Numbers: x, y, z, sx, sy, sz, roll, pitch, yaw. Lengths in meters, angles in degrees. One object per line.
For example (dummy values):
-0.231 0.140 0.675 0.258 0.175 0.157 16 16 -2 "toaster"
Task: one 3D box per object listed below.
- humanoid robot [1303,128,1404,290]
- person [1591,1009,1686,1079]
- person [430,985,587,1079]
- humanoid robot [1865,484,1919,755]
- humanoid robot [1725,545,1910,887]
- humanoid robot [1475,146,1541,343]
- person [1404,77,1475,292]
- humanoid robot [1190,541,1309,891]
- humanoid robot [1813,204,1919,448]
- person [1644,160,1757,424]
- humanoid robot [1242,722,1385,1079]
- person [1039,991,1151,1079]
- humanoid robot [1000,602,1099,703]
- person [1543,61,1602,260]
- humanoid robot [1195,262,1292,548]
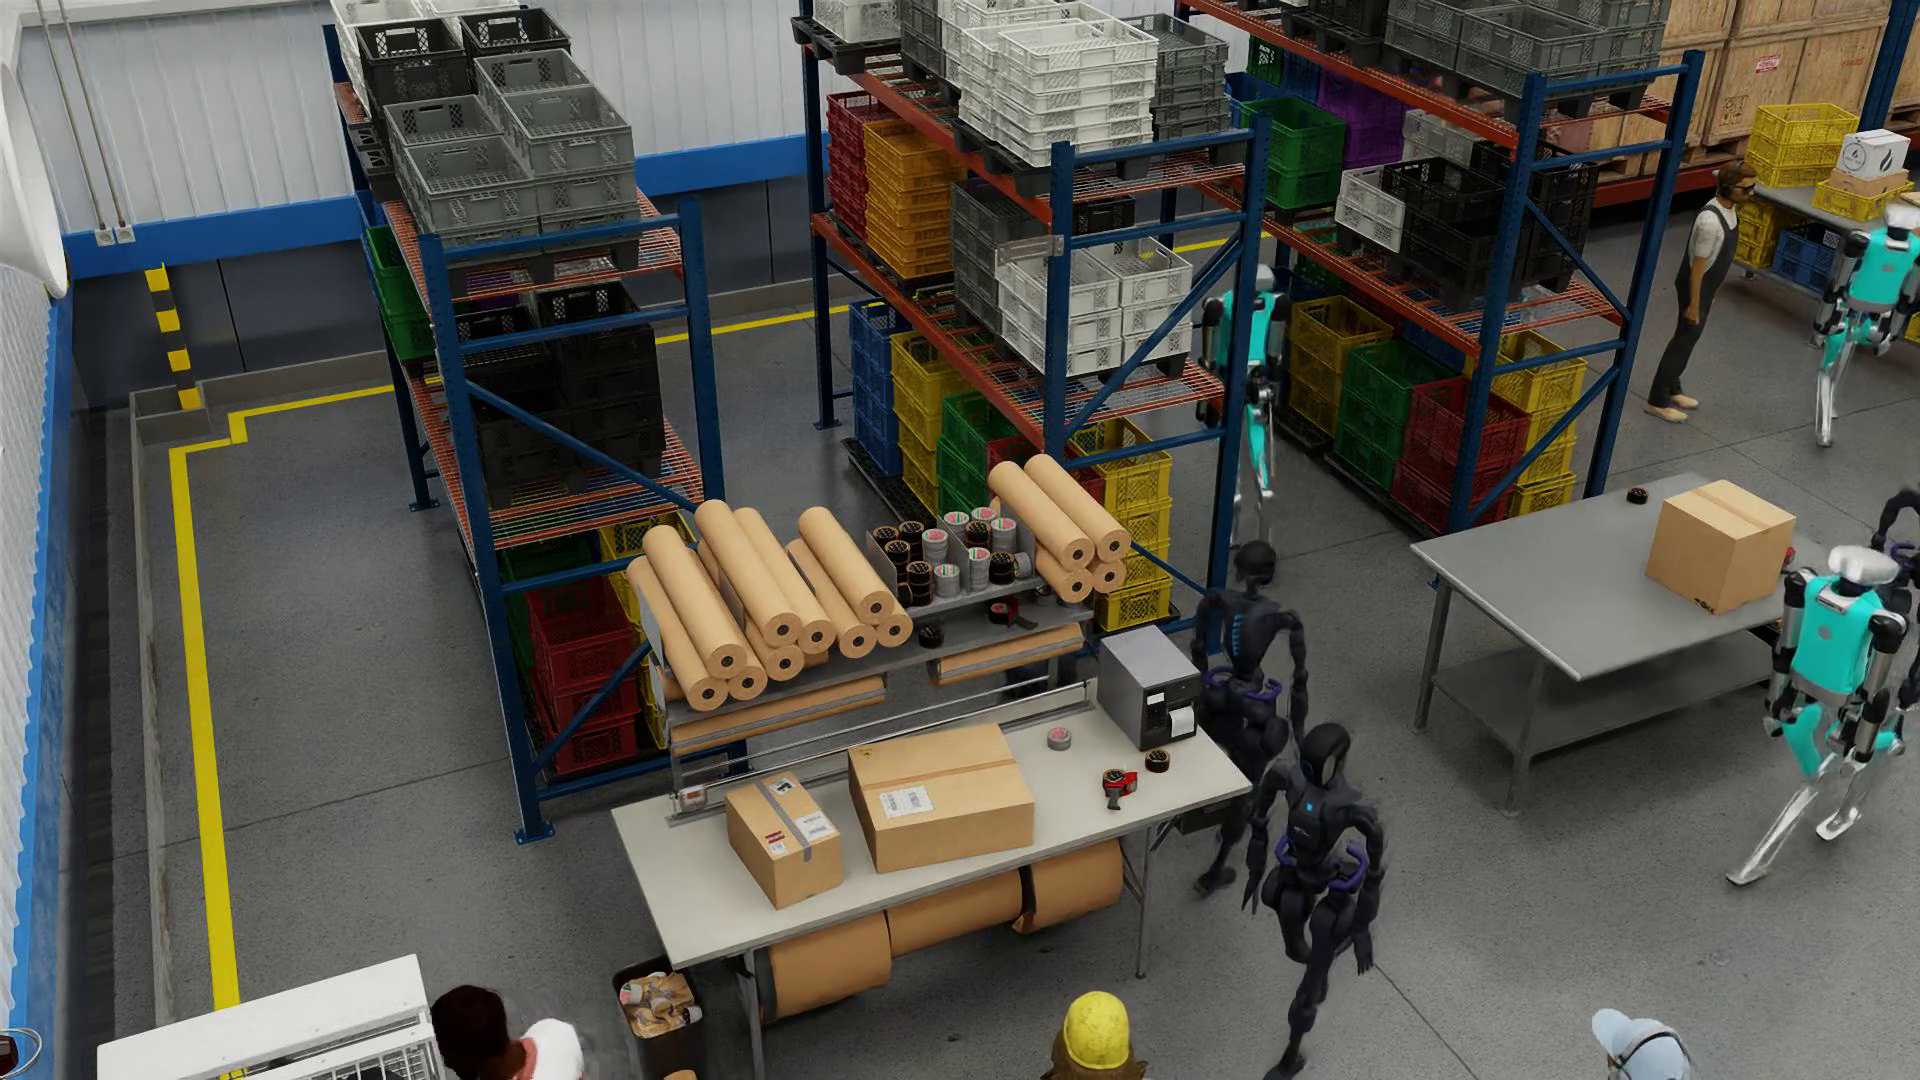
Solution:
2.891 -2.482 12.647 0.903 1.786 0.549 26 40 35 "humanoid robot"
1.872 2.096 5.100 0.595 1.811 0.835 -12 34 -18 "person"
-1.298 2.080 5.088 1.045 1.853 0.606 5 32 8 "person"
4.817 0.213 8.313 0.612 1.630 0.735 12 34 18 "humanoid robot"
3.943 0.747 7.400 1.043 1.763 0.554 -17 35 -25 "humanoid robot"
3.705 -1.830 11.525 0.541 1.722 0.992 -18 36 -27 "humanoid robot"
3.633 -2.667 12.752 0.556 1.889 0.835 -4 32 -6 "person"
1.294 0.754 7.464 0.619 1.612 0.818 20 37 29 "humanoid robot"
5.922 -1.491 11.016 0.546 1.734 0.993 9 33 14 "humanoid robot"
4.988 -1.670 11.194 0.334 1.837 0.507 20 37 29 "person"
1.407 1.348 6.482 0.591 1.635 0.742 23 38 32 "humanoid robot"
0.395 2.076 5.191 0.489 1.742 0.321 -6 32 -9 "person"
0.430 0.519 7.788 0.511 1.642 0.608 27 41 37 "humanoid robot"
4.951 -3.087 13.566 0.525 1.760 0.334 -18 36 -26 "person"
1.691 -0.622 9.690 0.544 1.895 0.754 -7 32 -12 "humanoid robot"
